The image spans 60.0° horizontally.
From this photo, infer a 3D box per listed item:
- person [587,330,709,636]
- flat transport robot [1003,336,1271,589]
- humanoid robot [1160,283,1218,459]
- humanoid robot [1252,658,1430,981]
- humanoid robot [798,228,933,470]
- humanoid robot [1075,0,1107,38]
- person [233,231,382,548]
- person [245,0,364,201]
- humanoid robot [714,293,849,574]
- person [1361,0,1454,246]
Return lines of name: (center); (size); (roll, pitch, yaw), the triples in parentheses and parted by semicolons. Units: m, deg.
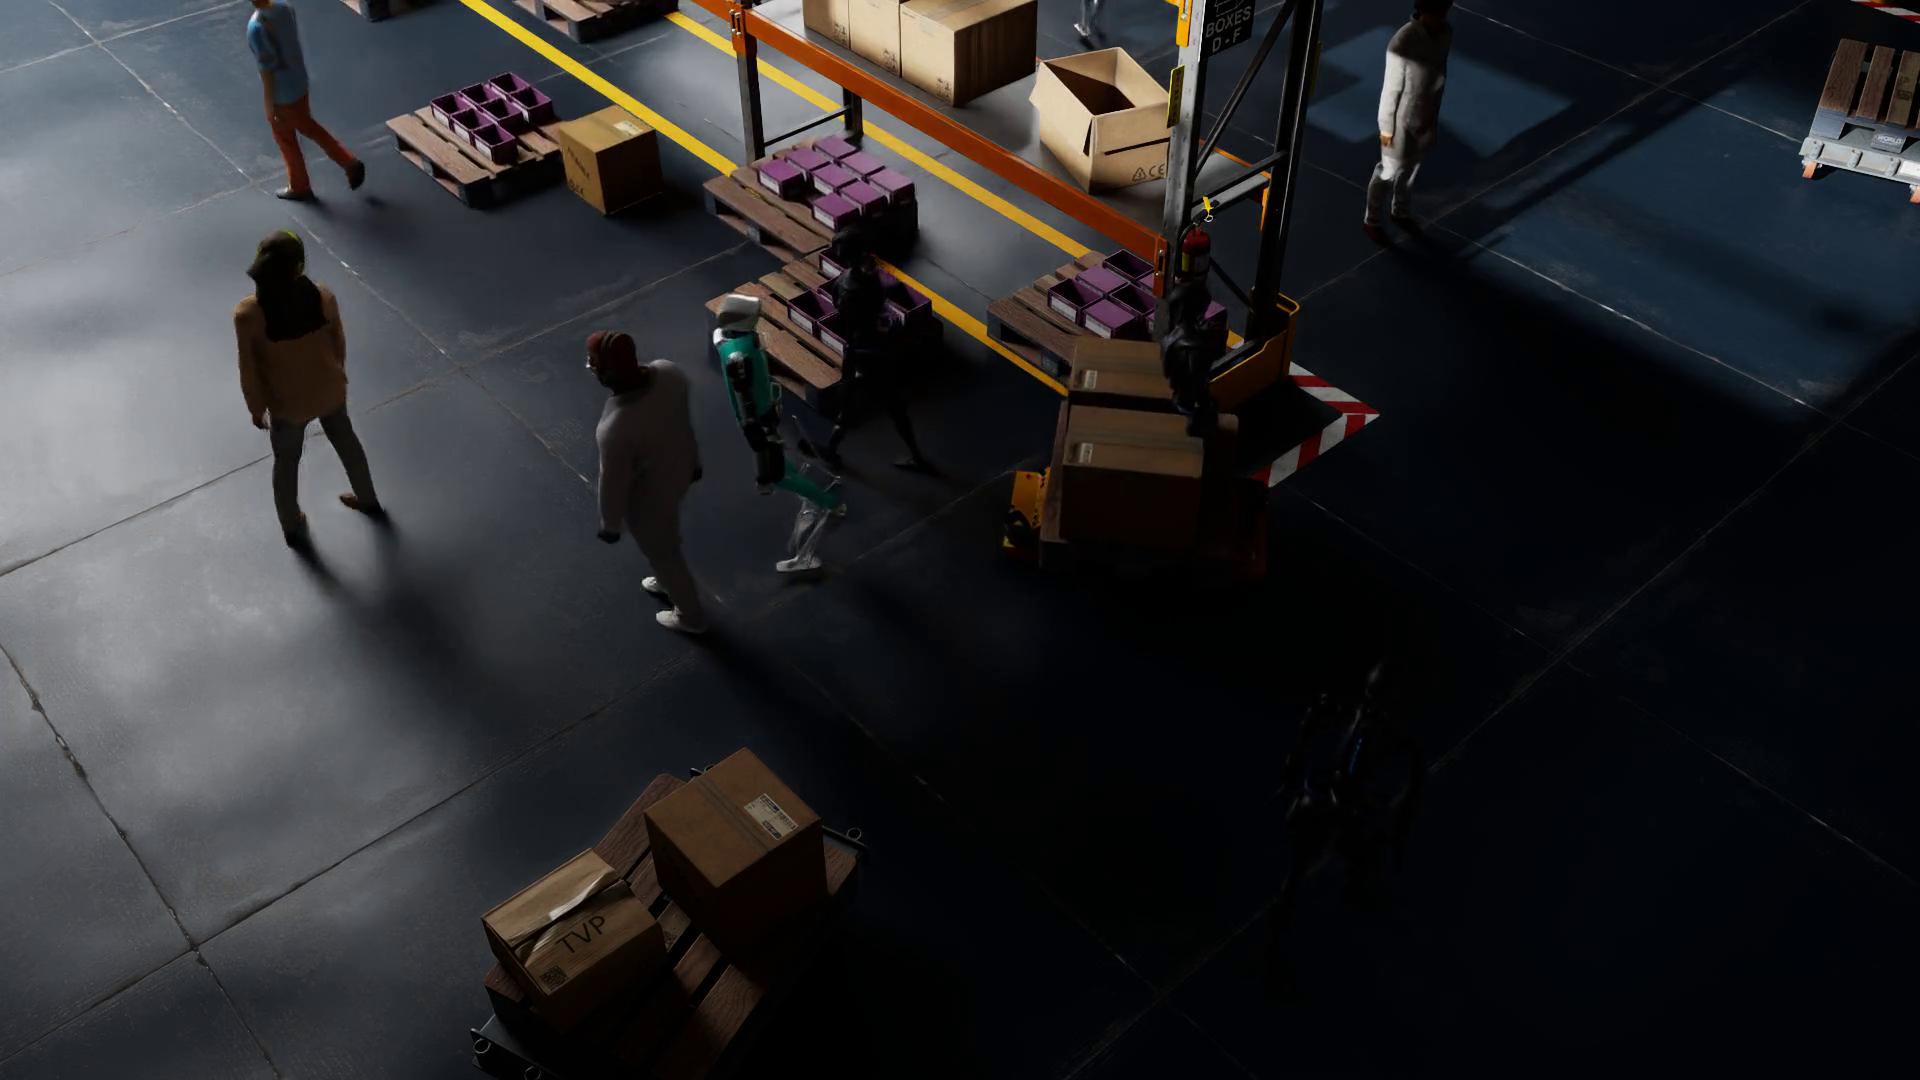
person: (-1.588, -0.255, 8.179); (0.649, 1.881, 0.650); (14, 44, 14)
flat transport robot: (0.986, -0.115, 9.220); (1.431, 0.231, 0.659); (6, 43, 6)
humanoid robot: (1.170, -0.637, 8.746); (0.311, 1.651, 0.609); (-5, 43, -6)
humanoid robot: (1.565, 1.127, 6.872); (0.613, 1.623, 0.822); (21, 47, 21)
humanoid robot: (-0.539, -1.025, 9.199); (0.804, 1.619, 0.595); (9, 43, 10)
humanoid robot: (1.060, -4.778, 13.238); (0.554, 1.828, 0.732); (-10, 44, -11)
person: (-3.482, -0.791, 8.795); (0.617, 1.844, 0.451); (-28, 50, -27)
person: (-4.576, -3.100, 11.366); (0.620, 1.749, 0.513); (9, 43, 10)
humanoid robot: (-0.838, -0.466, 8.557); (0.724, 1.836, 0.543); (-5, 43, -5)
person: (2.980, -2.815, 11.012); (0.517, 1.823, 0.365); (-23, 48, -23)
